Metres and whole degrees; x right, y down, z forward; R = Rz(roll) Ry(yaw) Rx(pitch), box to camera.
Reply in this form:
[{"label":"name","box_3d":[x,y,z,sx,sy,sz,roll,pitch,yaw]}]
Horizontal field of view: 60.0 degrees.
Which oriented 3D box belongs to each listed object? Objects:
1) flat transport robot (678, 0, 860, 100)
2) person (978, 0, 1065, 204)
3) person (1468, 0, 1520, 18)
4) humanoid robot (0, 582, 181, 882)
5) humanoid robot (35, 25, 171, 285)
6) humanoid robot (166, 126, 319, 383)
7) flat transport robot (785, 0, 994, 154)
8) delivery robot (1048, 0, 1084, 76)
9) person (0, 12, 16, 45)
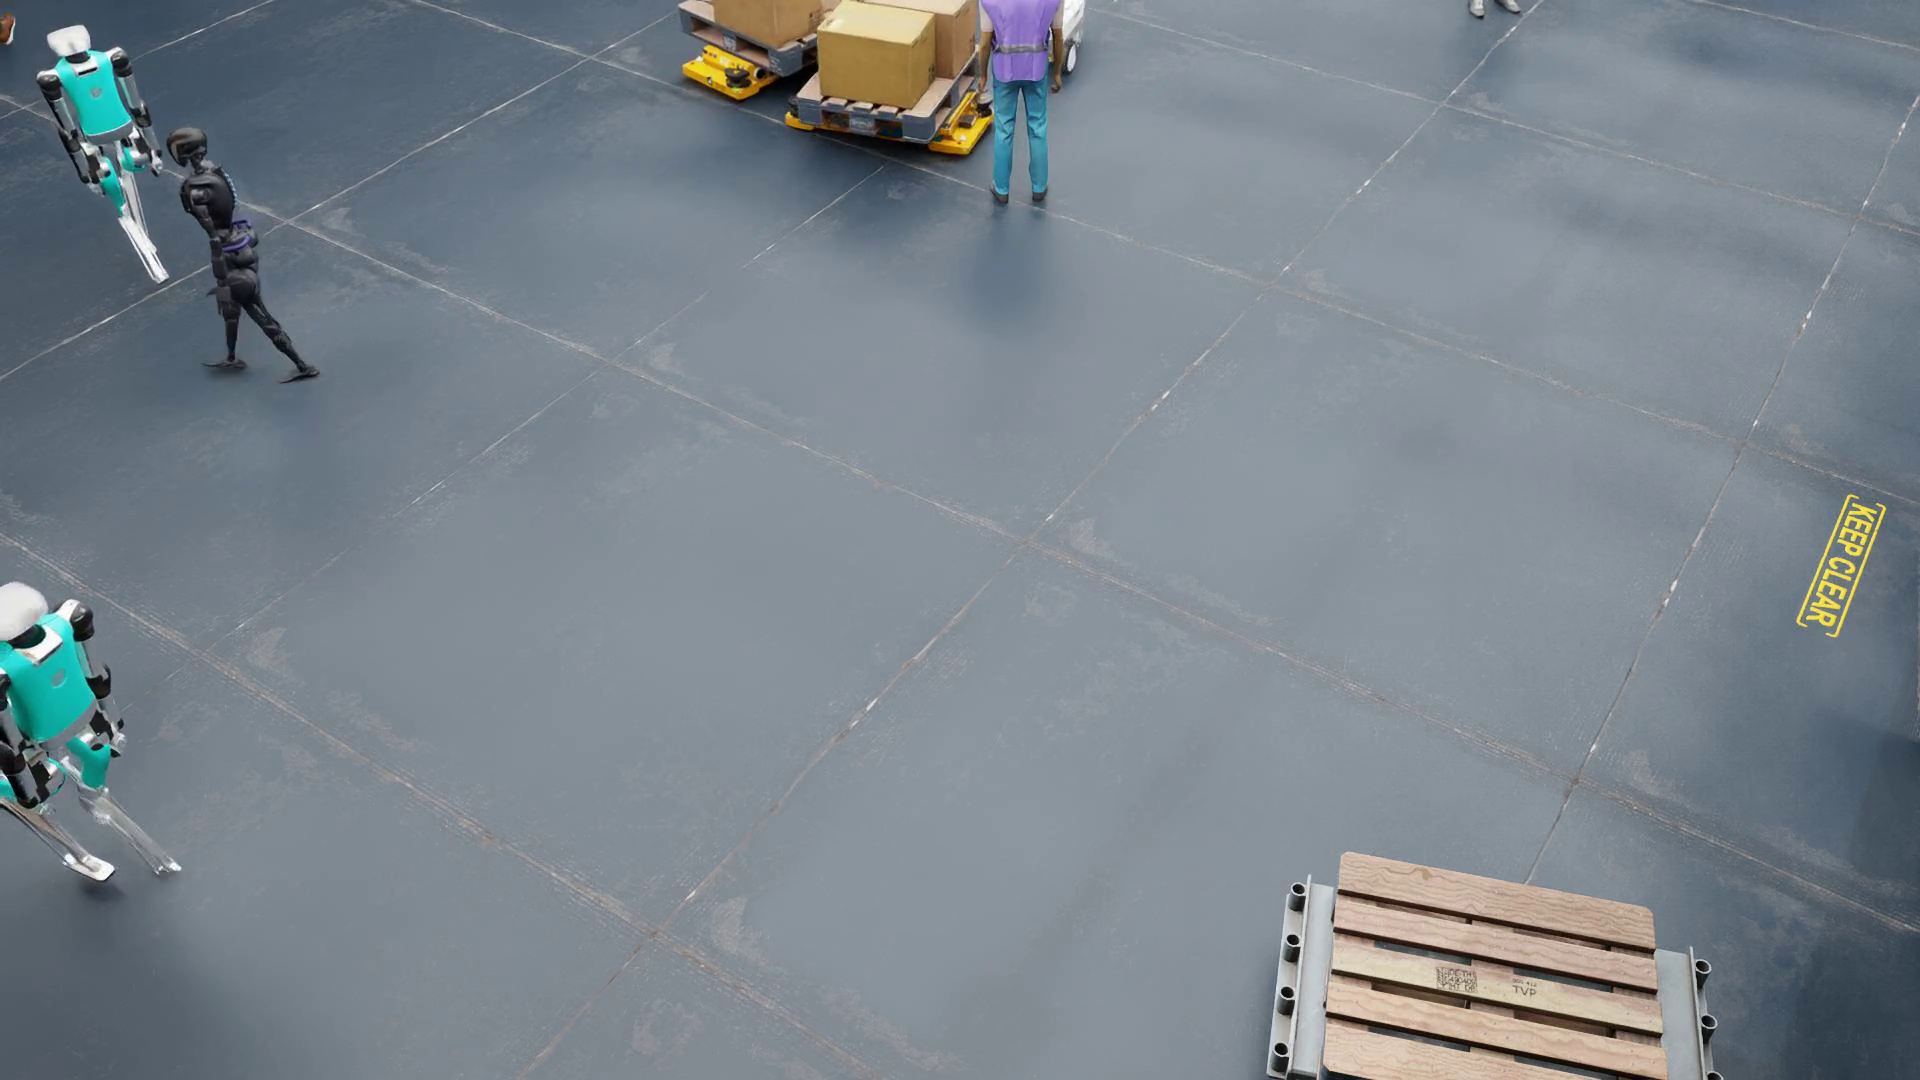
[{"label":"flat transport robot","box_3d":[-1.443,-3.892,13.135,0.659,0.231,1.431,31,50,30]},{"label":"person","box_3d":[0.404,-3.098,11.063,0.568,1.842,0.373,-3,42,-3]},{"label":"person","box_3d":[4.469,-5.184,13.327,0.556,1.939,0.432,-10,43,-11]},{"label":"humanoid robot","box_3d":[-3.747,0.834,6.758,0.793,1.799,0.542,16,44,17]},{"label":"humanoid robot","box_3d":[-5.312,-2.426,10.387,0.551,1.733,1.005,-30,50,-29]},{"label":"humanoid robot","box_3d":[-4.225,-1.590,9.518,0.675,1.635,0.609,-9,43,-10]},{"label":"flat transport robot","box_3d":[-0.514,-3.187,12.346,1.431,0.231,0.659,13,43,14]},{"label":"delivery robot","box_3d":[0.714,-4.012,13.068,0.499,0.613,0.797,14,44,15]},{"label":"person","box_3d":[-7.665,-4.477,12.626,0.507,1.814,1.025,2,42,2]}]
